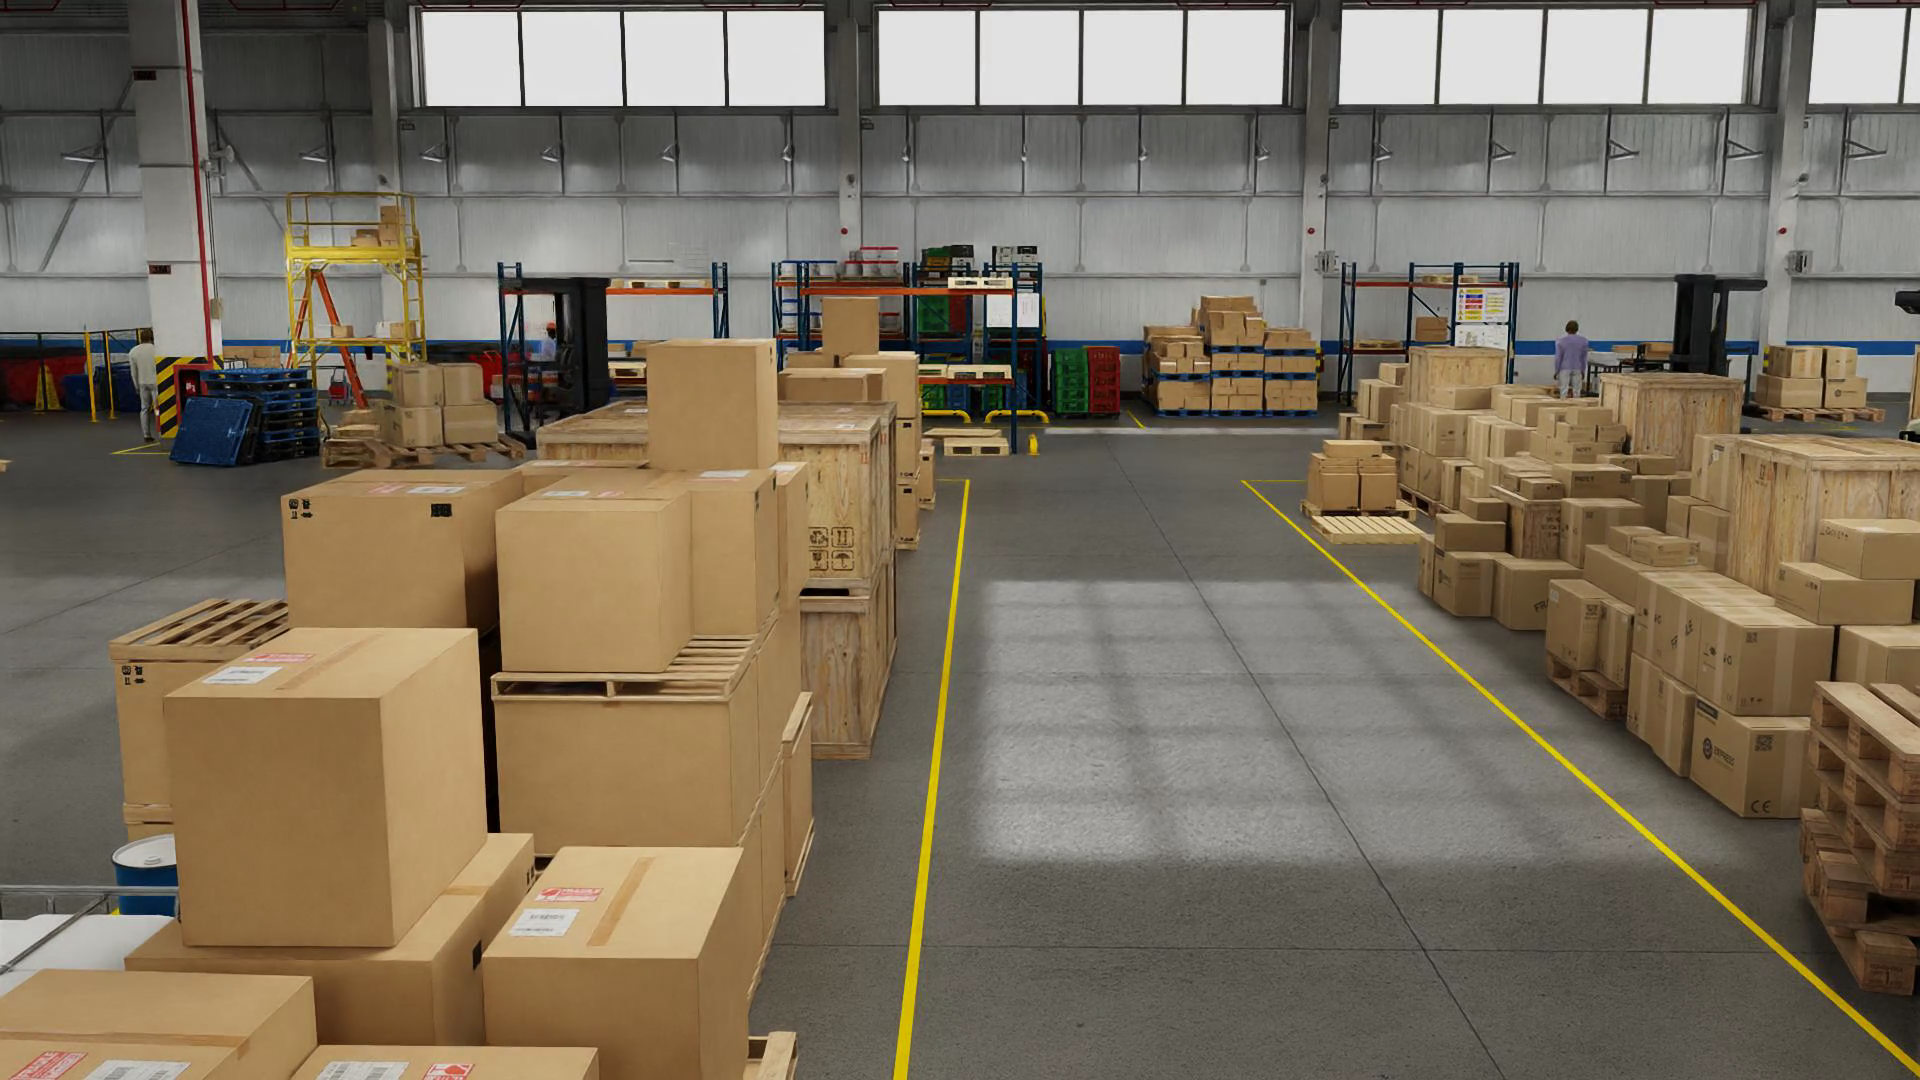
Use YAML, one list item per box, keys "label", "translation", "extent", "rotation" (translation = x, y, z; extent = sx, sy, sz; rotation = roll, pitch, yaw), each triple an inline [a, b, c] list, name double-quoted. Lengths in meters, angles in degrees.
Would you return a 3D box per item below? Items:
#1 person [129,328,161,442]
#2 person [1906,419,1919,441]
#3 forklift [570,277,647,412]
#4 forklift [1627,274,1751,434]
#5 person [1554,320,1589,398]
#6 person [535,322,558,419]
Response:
- label: "person"
  translation: [-13.638, -2.606, 28.060]
  extent: [0.632, 1.940, 0.372]
  rotation: [0, 9, 1]
- label: "person"
  translation: [8.885, -0.482, 15.172]
  extent: [0.611, 1.995, 0.375]
  rotation: [0, 9, 1]
- label: "forklift"
  translation: [-5.164, -2.299, 23.406]
  extent: [1.873, 2.768, 1.129]
  rotation: [-5, 11, -25]
- label: "forklift"
  translation: [12.829, -3.275, 29.252]
  extent: [1.873, 2.768, 1.129]
  rotation: [0, 9, 1]
- label: "person"
  translation: [11.639, -3.219, 31.736]
  extent: [0.632, 1.940, 0.372]
  rotation: [0, 9, 1]
- label: "person"
  translation: [-7.836, -3.278, 32.269]
  extent: [0.991, 1.866, 0.616]
  rotation: [-4, 10, -24]
